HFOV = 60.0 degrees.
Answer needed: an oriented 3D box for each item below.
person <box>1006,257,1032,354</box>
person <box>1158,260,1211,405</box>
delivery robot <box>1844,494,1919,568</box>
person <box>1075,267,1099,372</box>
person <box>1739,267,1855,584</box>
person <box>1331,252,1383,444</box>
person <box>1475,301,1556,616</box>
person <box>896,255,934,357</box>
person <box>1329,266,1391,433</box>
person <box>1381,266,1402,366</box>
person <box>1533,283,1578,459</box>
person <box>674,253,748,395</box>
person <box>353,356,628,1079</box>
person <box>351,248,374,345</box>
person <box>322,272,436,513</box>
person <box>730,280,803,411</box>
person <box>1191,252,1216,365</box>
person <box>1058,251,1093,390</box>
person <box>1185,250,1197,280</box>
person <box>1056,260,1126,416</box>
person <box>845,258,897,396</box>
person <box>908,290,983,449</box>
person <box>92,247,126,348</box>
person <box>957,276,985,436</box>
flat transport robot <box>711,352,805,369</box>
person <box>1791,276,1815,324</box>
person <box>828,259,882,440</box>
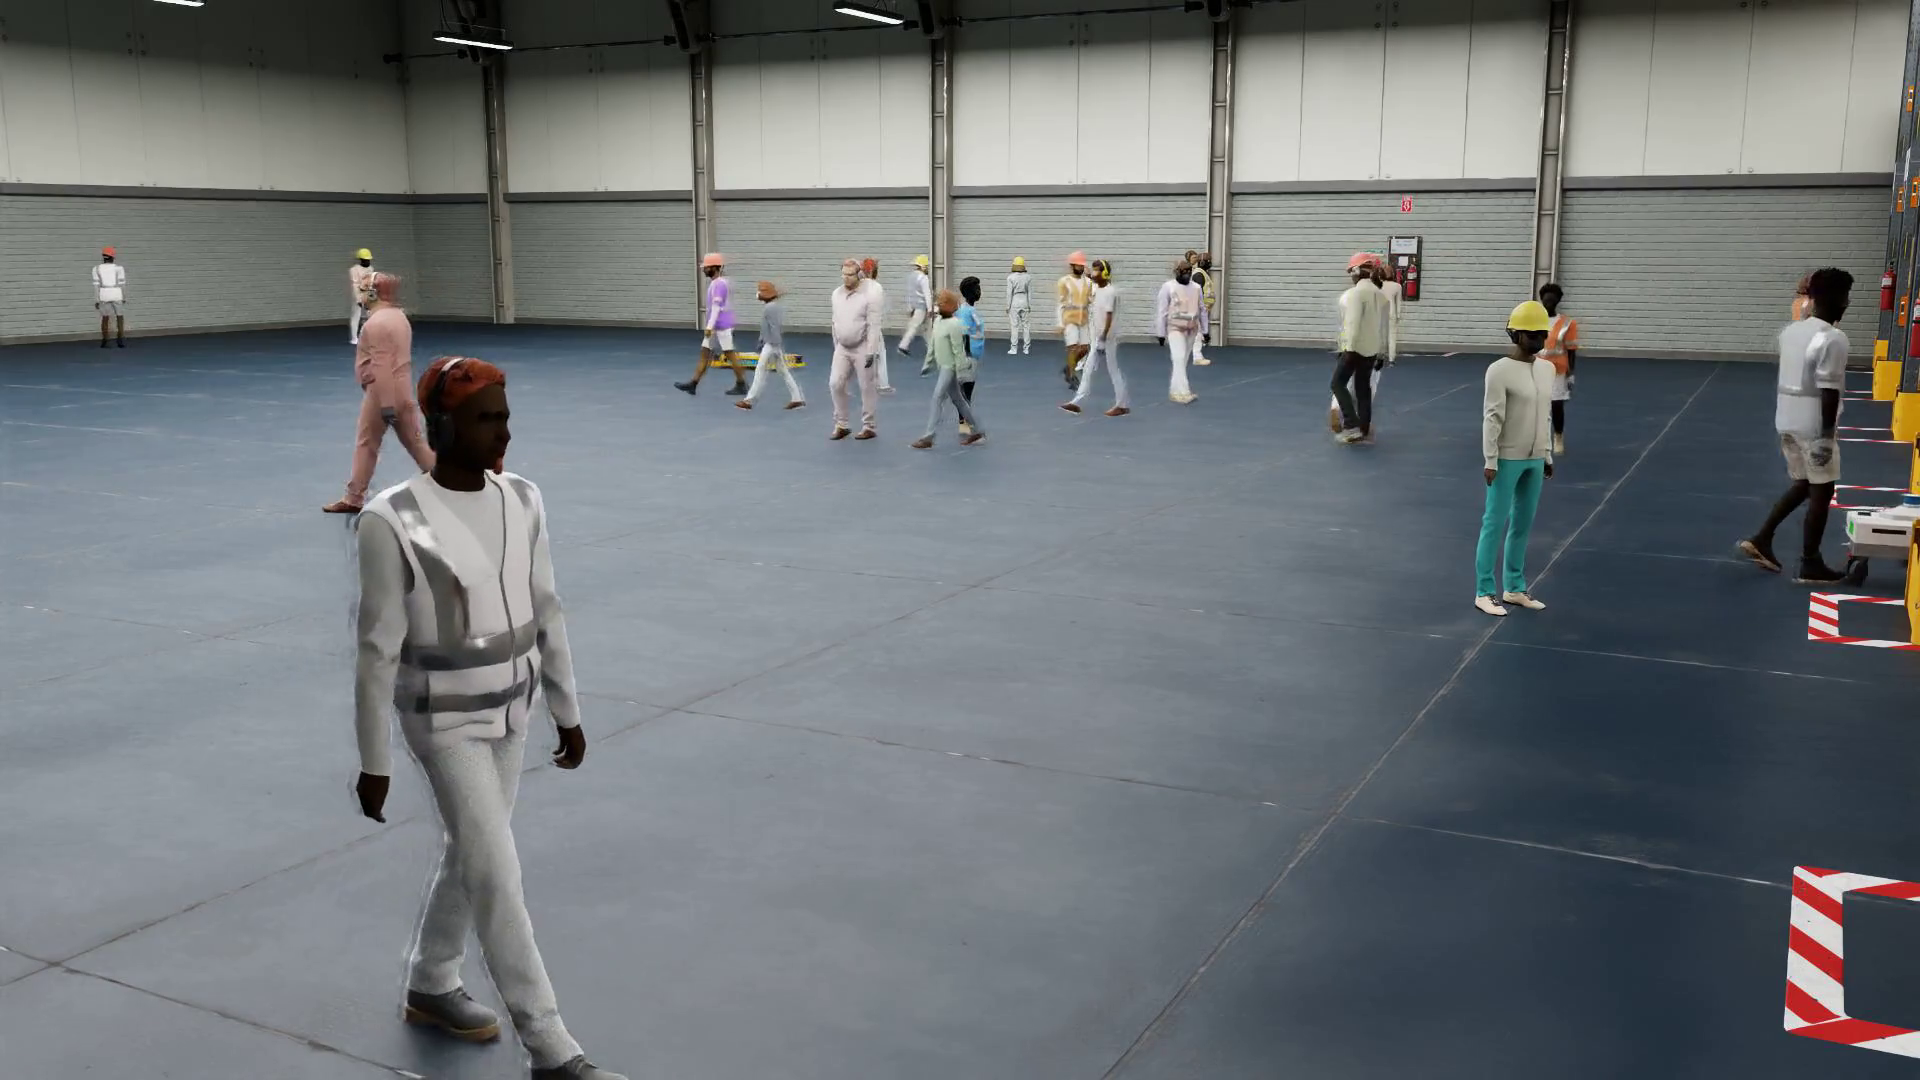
[{"bbox_3d":[1.054,-4.223,29.970,0.494,1.743,0.303,-4,11,-21],"label":"person"},{"bbox_3d":[2.887,-2.614,21.043,0.628,1.807,0.894,-6,12,-29],"label":"person"},{"bbox_3d":[5.793,-0.038,10.137,0.707,0.478,0.477,5,12,27],"label":"delivery robot"},{"bbox_3d":[1.995,-3.442,26.000,0.311,1.639,0.513,-10,14,-43],"label":"person"},{"bbox_3d":[5.210,-0.703,10.239,0.520,1.942,0.628,-1,10,-5],"label":"person"},{"bbox_3d":[4.069,-1.948,17.001,0.452,1.954,0.631,9,14,42],"label":"person"},{"bbox_3d":[3.160,-0.457,9.373,0.534,1.767,0.319,-6,12,-30],"label":"person"},{"bbox_3d":[-0.720,-4.111,29.256,0.926,1.799,0.595,-4,11,-20],"label":"person"},{"bbox_3d":[4.234,-1.995,17.643,0.637,1.816,0.743,9,14,42],"label":"person"},{"bbox_3d":[6.959,-3.661,27.207,0.500,1.633,0.279,0,10,2],"label":"person"},{"bbox_3d":[5.539,-1.582,15.711,0.572,1.695,0.438,6,12,28],"label":"person"},{"bbox_3d":[-3.301,-2.853,22.109,0.985,1.883,0.548,-4,11,-22],"label":"person"},{"bbox_3d":[-1.178,0.465,4.172,0.893,1.838,0.599,5,12,27],"label":"person"},{"bbox_3d":[-11.518,-4.707,32.255,0.964,1.862,0.595,5,11,25],"label":"person"},{"bbox_3d":[-4.382,-1.120,12.762,1.015,1.861,0.651,1,10,3],"label":"person"},{"bbox_3d":[-2.339,-2.362,20.261,0.896,1.581,0.520,-1,10,-8],"label":"person"},{"bbox_3d":[4.012,-3.825,27.534,0.430,1.845,0.619,2,11,13],"label":"person"},{"bbox_3d":[1.569,-3.032,23.014,0.545,1.922,0.561,-6,12,-28],"label":"person"},{"bbox_3d":[4.312,-4.534,31.391,0.344,1.845,0.506,5,12,27],"label":"person"},{"bbox_3d":[1.575,-2.349,19.508,0.917,1.829,0.560,-3,11,-18],"label":"person"},{"bbox_3d":[-1.280,-2.824,22.097,0.954,1.847,0.579,-10,15,-44],"label":"person"},{"bbox_3d":[-0.113,-1.714,16.732,0.862,1.591,0.512,-4,11,-21],"label":"person"},{"bbox_3d":[-16.072,-4.573,31.442,0.566,1.906,0.571,-4,11,-21],"label":"person"},{"bbox_3d":[0.107,-1.962,17.772,0.318,1.697,0.535,1,10,8],"label":"person"},{"bbox_3d":[-3.247,-2.884,26.691,1.431,0.197,0.652,7,12,33],"label":"flat transport robot"},{"bbox_3d":[10.092,-2.326,19.912,0.309,1.640,0.513,0,10,1],"label":"person"},{"bbox_3d":[-1.115,-1.962,17.274,0.647,1.875,0.633,6,12,28],"label":"person"}]
